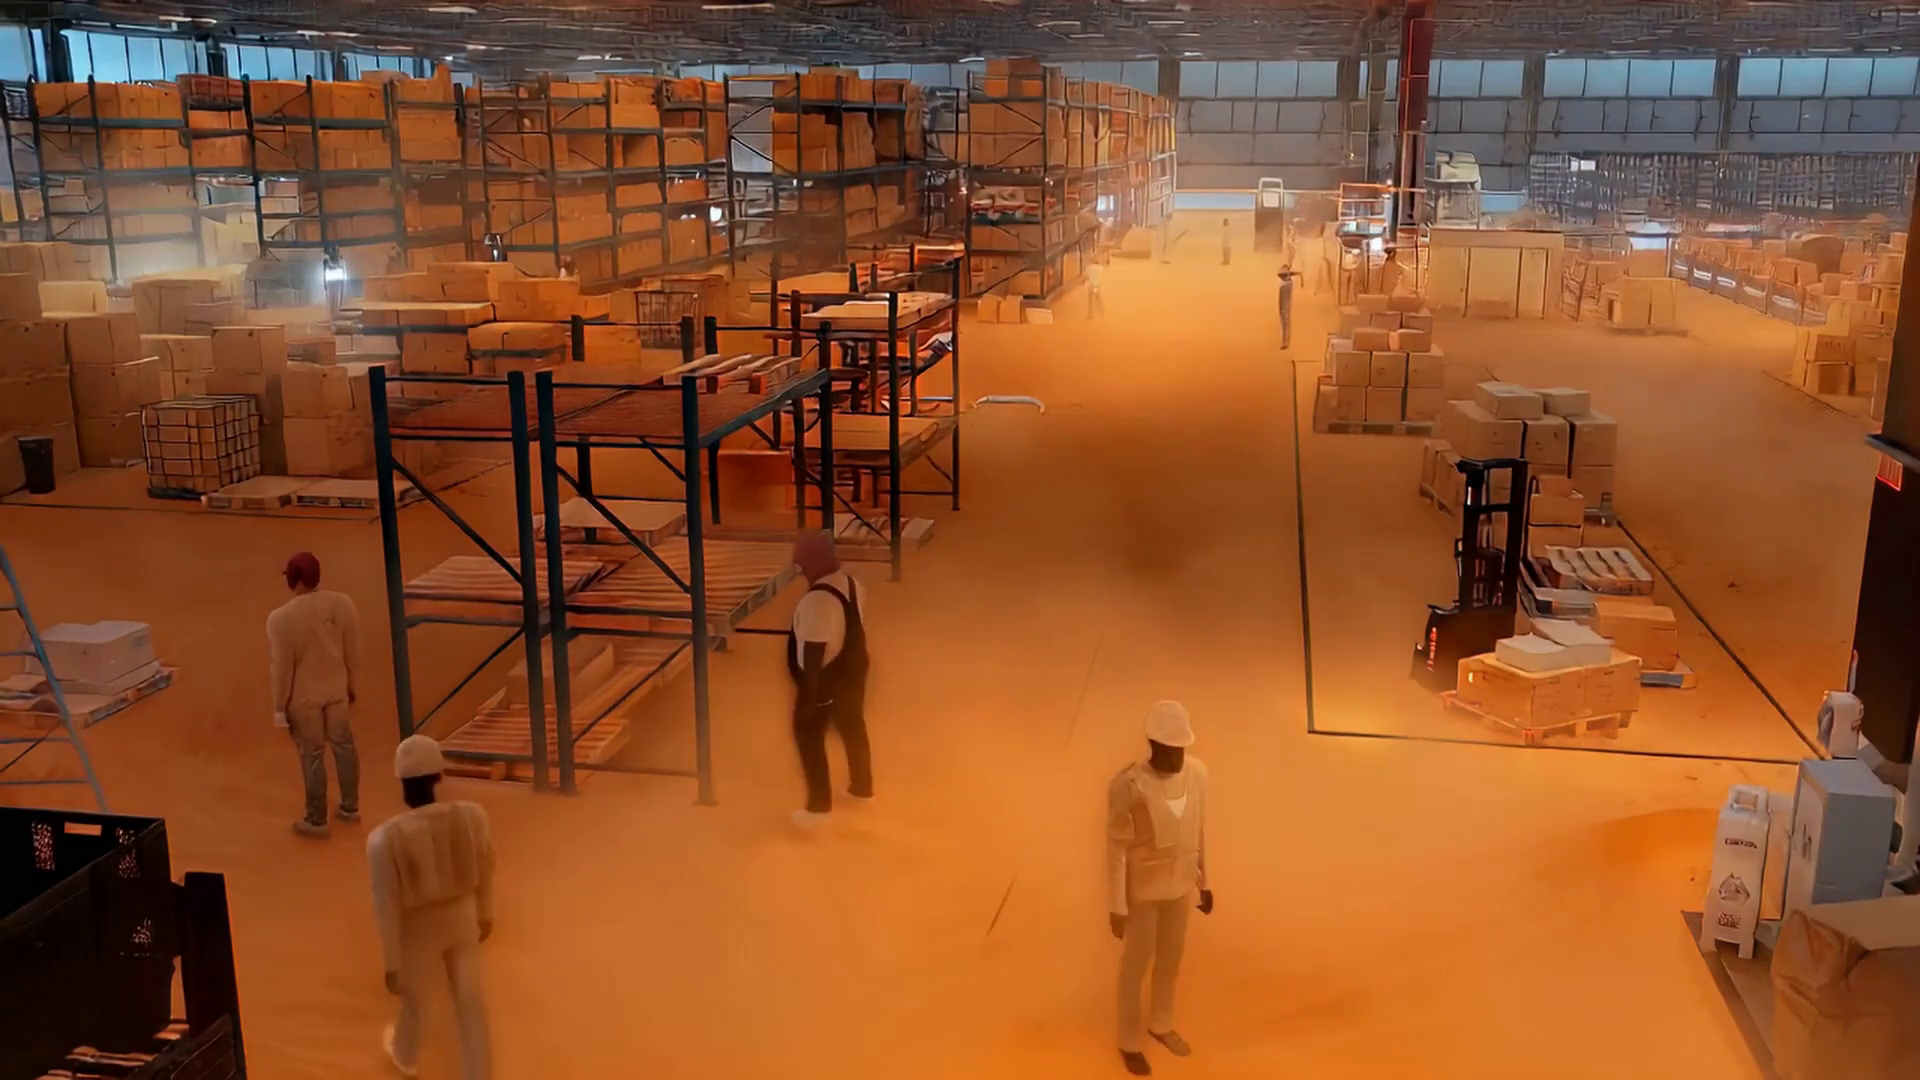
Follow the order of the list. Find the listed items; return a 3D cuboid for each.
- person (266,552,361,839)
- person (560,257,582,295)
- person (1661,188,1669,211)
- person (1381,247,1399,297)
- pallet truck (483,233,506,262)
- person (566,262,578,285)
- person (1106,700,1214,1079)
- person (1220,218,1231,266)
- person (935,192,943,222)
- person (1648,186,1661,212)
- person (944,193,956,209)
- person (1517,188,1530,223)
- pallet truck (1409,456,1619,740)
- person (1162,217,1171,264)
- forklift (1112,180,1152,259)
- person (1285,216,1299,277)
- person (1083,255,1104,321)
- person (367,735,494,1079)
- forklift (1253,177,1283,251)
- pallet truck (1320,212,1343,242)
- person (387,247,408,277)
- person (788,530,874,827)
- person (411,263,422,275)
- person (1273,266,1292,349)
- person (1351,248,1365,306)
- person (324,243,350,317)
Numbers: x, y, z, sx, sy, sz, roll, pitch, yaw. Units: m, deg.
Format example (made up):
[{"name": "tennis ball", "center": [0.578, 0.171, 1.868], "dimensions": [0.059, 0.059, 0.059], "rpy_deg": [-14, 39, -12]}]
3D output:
[{"name": "person", "center": [-4.262, 1.018, 11.009], "dimensions": [0.372, 1.940, 0.629], "rpy_deg": [9, 16, 32]}, {"name": "person", "center": [-9.421, -6.044, 40.316], "dimensions": [0.522, 1.631, 0.324], "rpy_deg": [0, 14, 2]}, {"name": "person", "center": [36.284, -17.368, 85.838], "dimensions": [0.565, 1.849, 0.388], "rpy_deg": [2, 14, 10]}, {"name": "person", "center": [10.578, -6.323, 41.059], "dimensions": [0.599, 1.816, 0.496], "rpy_deg": [-11, 18, -38]}, {"name": "pallet truck", "center": [-11.832, -7.026, 43.548], "dimensions": [1.885, 1.965, 0.823], "rpy_deg": [8, 16, 28]}, {"name": "person", "center": [-9.001, -5.633, 38.620], "dimensions": [0.887, 1.646, 0.543], "rpy_deg": [0, 14, 2]}, {"name": "person", "center": [1.003, 1.710, 8.264], "dimensions": [0.637, 1.937, 0.406], "rpy_deg": [-8, 16, -30]}, {"name": "person", "center": [9.236, -10.358, 57.823], "dimensions": [0.264, 1.632, 0.507], "rpy_deg": [10, 17, 35]}, {"name": "person", "center": [-1.102, -17.175, 85.088], "dimensions": [0.404, 1.835, 0.588], "rpy_deg": [3, 14, 13]}, {"name": "person", "center": [33.295, -15.951, 79.788], "dimensions": [0.622, 1.994, 0.382], "rpy_deg": [-1, 14, -5]}, {"name": "person", "center": [-0.510, -16.886, 83.938], "dimensions": [0.659, 1.820, 0.670], "rpy_deg": [3, 14, 11]}, {"name": "person", "center": [28.383, -16.824, 83.737], "dimensions": [0.587, 1.806, 0.791], "rpy_deg": [0, 14, 0]}, {"name": "pallet truck", "center": [4.504, 0.400, 13.395], "dimensions": [0.823, 1.965, 1.885], "rpy_deg": [-6, 15, -23]}, {"name": "person", "center": [7.297, -10.581, 58.732], "dimensions": [0.287, 1.631, 0.501], "rpy_deg": [0, 14, 2]}, {"name": "forklift", "center": [6.082, -11.722, 60.796], "dimensions": [1.873, 2.768, 1.129], "rpy_deg": [2, 14, 9]}, {"name": "person", "center": [10.672, -9.415, 53.394], "dimensions": [0.385, 1.927, 0.545], "rpy_deg": [9, 16, 32]}, {"name": "person", "center": [3.324, -6.211, 41.041], "dimensions": [0.347, 1.613, 0.607], "rpy_deg": [-12, 18, -40]}, {"name": "person", "center": [-2.497, 1.820, 7.888], "dimensions": [0.611, 1.868, 1.015], "rpy_deg": [-10, 17, -36]}, {"name": "forklift", "center": [12.083, -12.747, 64.956], "dimensions": [1.129, 2.768, 1.873], "rpy_deg": [3, 14, 10]}, {"name": "pallet truck", "center": [15.874, -13.227, 70.310], "dimensions": [0.680, 1.201, 1.601], "rpy_deg": [10, 17, 35]}, {"name": "person", "center": [-12.958, -5.736, 38.313], "dimensions": [0.612, 1.995, 0.376], "rpy_deg": [7, 16, 27]}, {"name": "person", "center": [-0.899, 0.894, 11.302], "dimensions": [0.540, 2.000, 0.705], "rpy_deg": [8, 16, 28]}, {"name": "person", "center": [-11.391, -4.838, 34.849], "dimensions": [0.798, 1.906, 0.657], "rpy_deg": [9, 16, 31]}, {"name": "person", "center": [6.989, -5.016, 35.864], "dimensions": [0.308, 1.769, 0.524], "rpy_deg": [-2, 14, -7]}, {"name": "person", "center": [9.221, -5.810, 38.736], "dimensions": [0.371, 1.935, 0.551], "rpy_deg": [6, 15, 22]}, {"name": "person", "center": [-15.409, -6.396, 41.176], "dimensions": [0.587, 1.911, 0.397], "rpy_deg": [-7, 16, -28]}]
